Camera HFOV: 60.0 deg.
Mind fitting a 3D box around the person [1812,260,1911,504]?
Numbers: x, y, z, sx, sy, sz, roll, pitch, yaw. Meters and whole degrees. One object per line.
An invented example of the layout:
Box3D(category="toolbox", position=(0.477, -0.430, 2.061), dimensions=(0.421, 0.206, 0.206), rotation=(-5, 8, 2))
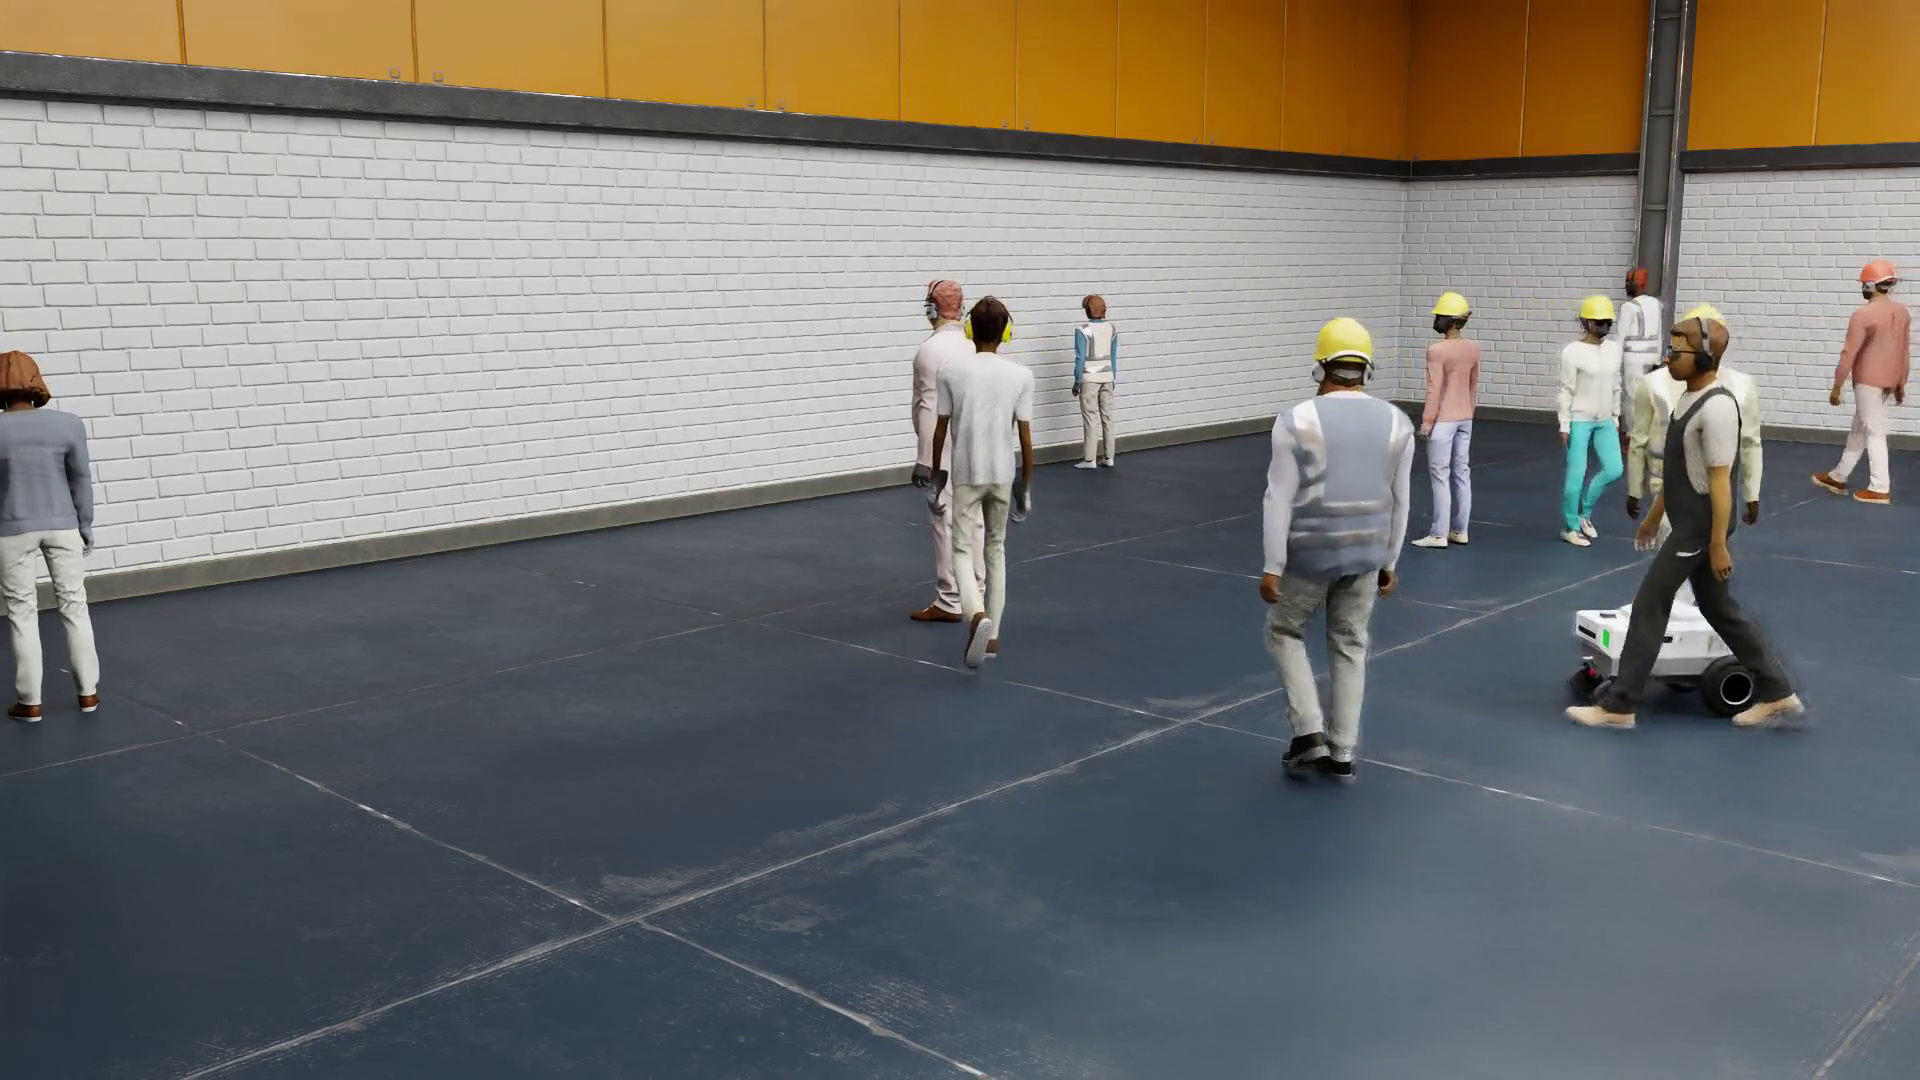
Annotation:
Box3D(category="person", position=(7.401, -1.310, 13.746), dimensions=(0.647, 1.960, 0.905), rotation=(-5, 11, -26))

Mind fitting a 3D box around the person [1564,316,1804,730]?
Box3D(category="person", position=(3.180, -0.054, 7.097), dimensions=(0.965, 1.805, 0.529), rotation=(3, 10, 17))

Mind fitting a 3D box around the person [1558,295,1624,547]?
Box3D(category="person", position=(4.395, -0.822, 11.571), dimensions=(0.550, 1.751, 0.365), rotation=(-4, 11, -21))

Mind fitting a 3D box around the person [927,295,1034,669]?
Box3D(category="person", position=(0.110, -0.282, 8.248), dimensions=(0.527, 1.848, 0.720), rotation=(-1, 10, -8))

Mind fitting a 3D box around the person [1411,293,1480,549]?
Box3D(category="person", position=(3.371, -0.821, 11.534), dimensions=(0.533, 1.769, 0.310), rotation=(-7, 12, -36))

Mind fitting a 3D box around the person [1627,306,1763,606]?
Box3D(category="person", position=(3.733, -0.284, 8.439), dimensions=(0.615, 1.783, 0.919), rotation=(2, 10, 10))

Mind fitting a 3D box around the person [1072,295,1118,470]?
Box3D(category="person", position=(1.269, -1.479, 15.641), dimensions=(0.517, 1.639, 0.313), rotation=(-8, 12, -37))

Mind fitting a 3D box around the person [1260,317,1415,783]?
Box3D(category="person", position=(1.438, 0.049, 6.449), dimensions=(0.616, 1.809, 0.444), rotation=(-2, 10, -13))

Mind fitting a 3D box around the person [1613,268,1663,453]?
Box3D(category="person", position=(6.803, -1.814, 16.889), dimensions=(0.623, 1.865, 0.562), rotation=(-7, 12, -34))

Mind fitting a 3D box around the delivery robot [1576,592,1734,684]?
Box3D(category="delivery robot", position=(3.177, 0.441, 7.531), dimensions=(0.707, 0.478, 0.477), rotation=(0, 10, -3))

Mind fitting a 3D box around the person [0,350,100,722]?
Box3D(category="person", position=(-4.081, -0.016, 7.332), dimensions=(0.498, 1.633, 0.285), rotation=(-8, 13, -39))

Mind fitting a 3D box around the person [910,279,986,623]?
Box3D(category="person", position=(-0.075, -0.491, 9.272), dimensions=(0.399, 1.905, 0.642), rotation=(6, 12, 31))
